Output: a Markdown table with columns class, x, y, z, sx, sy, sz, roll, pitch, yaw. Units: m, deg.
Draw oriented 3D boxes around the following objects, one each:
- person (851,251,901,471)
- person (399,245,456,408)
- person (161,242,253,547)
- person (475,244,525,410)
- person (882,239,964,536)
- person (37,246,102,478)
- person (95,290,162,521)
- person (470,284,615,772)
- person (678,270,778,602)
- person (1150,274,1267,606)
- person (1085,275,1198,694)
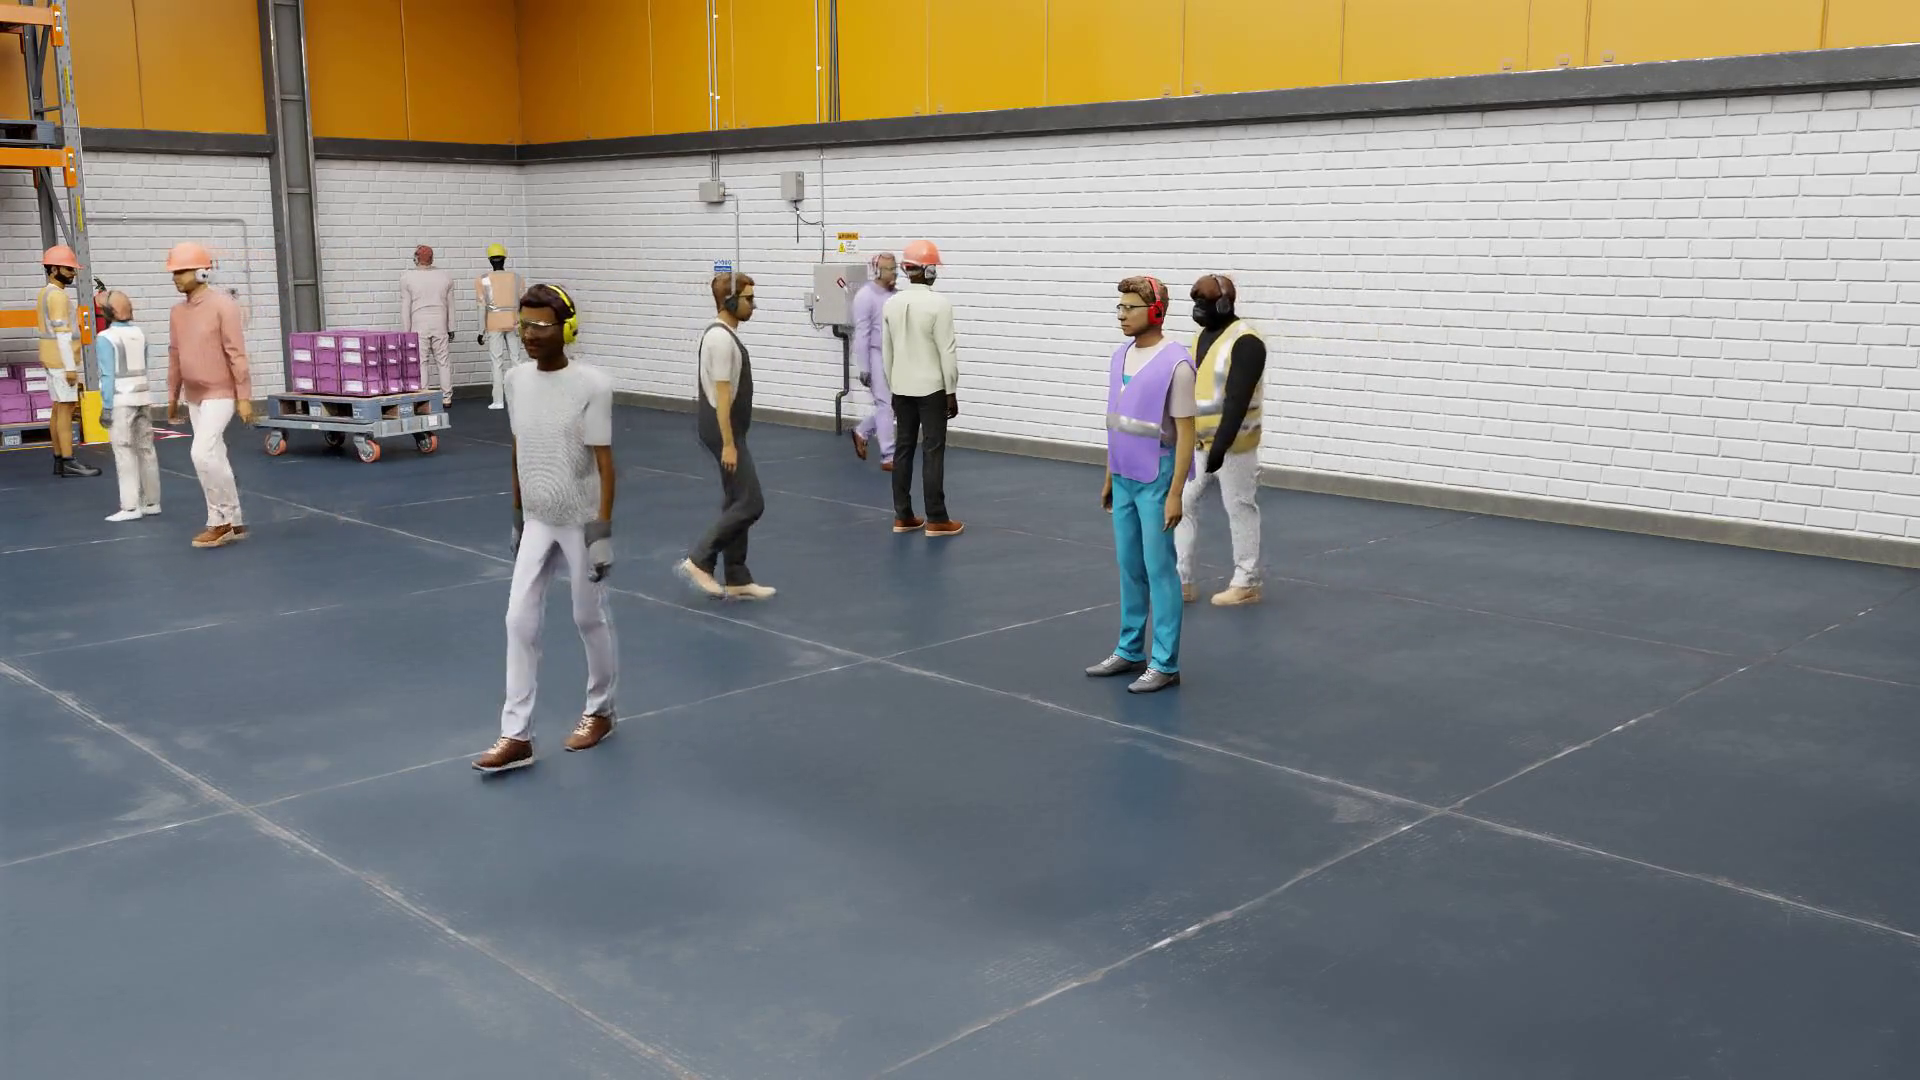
| class | x | y | z | sx | sy | sz | roll | pitch | yaw |
| --- | --- | --- | --- | --- | --- | --- | --- | --- | --- |
| person | -0.697 | -1.535 | 14.343 | 0.709 | 1.887 | 0.650 | 7 | 13 | 35 |
| person | -6.197 | -2.470 | 19.367 | 0.647 | 1.913 | 0.409 | -8 | 13 | -36 |
| person | -4.939 | -0.924 | 10.762 | 0.663 | 1.969 | 0.648 | 6 | 12 | 30 |
| person | -5.333 | -2.470 | 19.345 | 0.584 | 1.919 | 0.382 | -7 | 12 | -32 |
| person | -0.254 | -1.022 | 11.239 | 0.609 | 1.997 | 0.375 | 8 | 13 | 37 |
| person | -7.512 | -1.491 | 13.968 | 0.376 | 1.933 | 0.545 | -8 | 13 | -36 |
| person | -5.928 | -0.952 | 11.833 | 0.310 | 1.637 | 0.524 | 1 | 10 | 8 |
| person | -1.571 | -0.036 | 6.290 | 0.565 | 1.833 | 0.860 | 4 | 11 | 20 |
| person | -1.257 | -0.546 | 9.076 | 0.437 | 1.835 | 0.550 | -1 | 10 | -6 |
| person | 1.321 | -0.514 | 8.991 | 0.785 | 1.810 | 0.622 | -5 | 12 | -26 |
| person | 0.837 | -0.250 | 7.437 | 0.382 | 1.845 | 0.571 | -6 | 12 | -28 |
